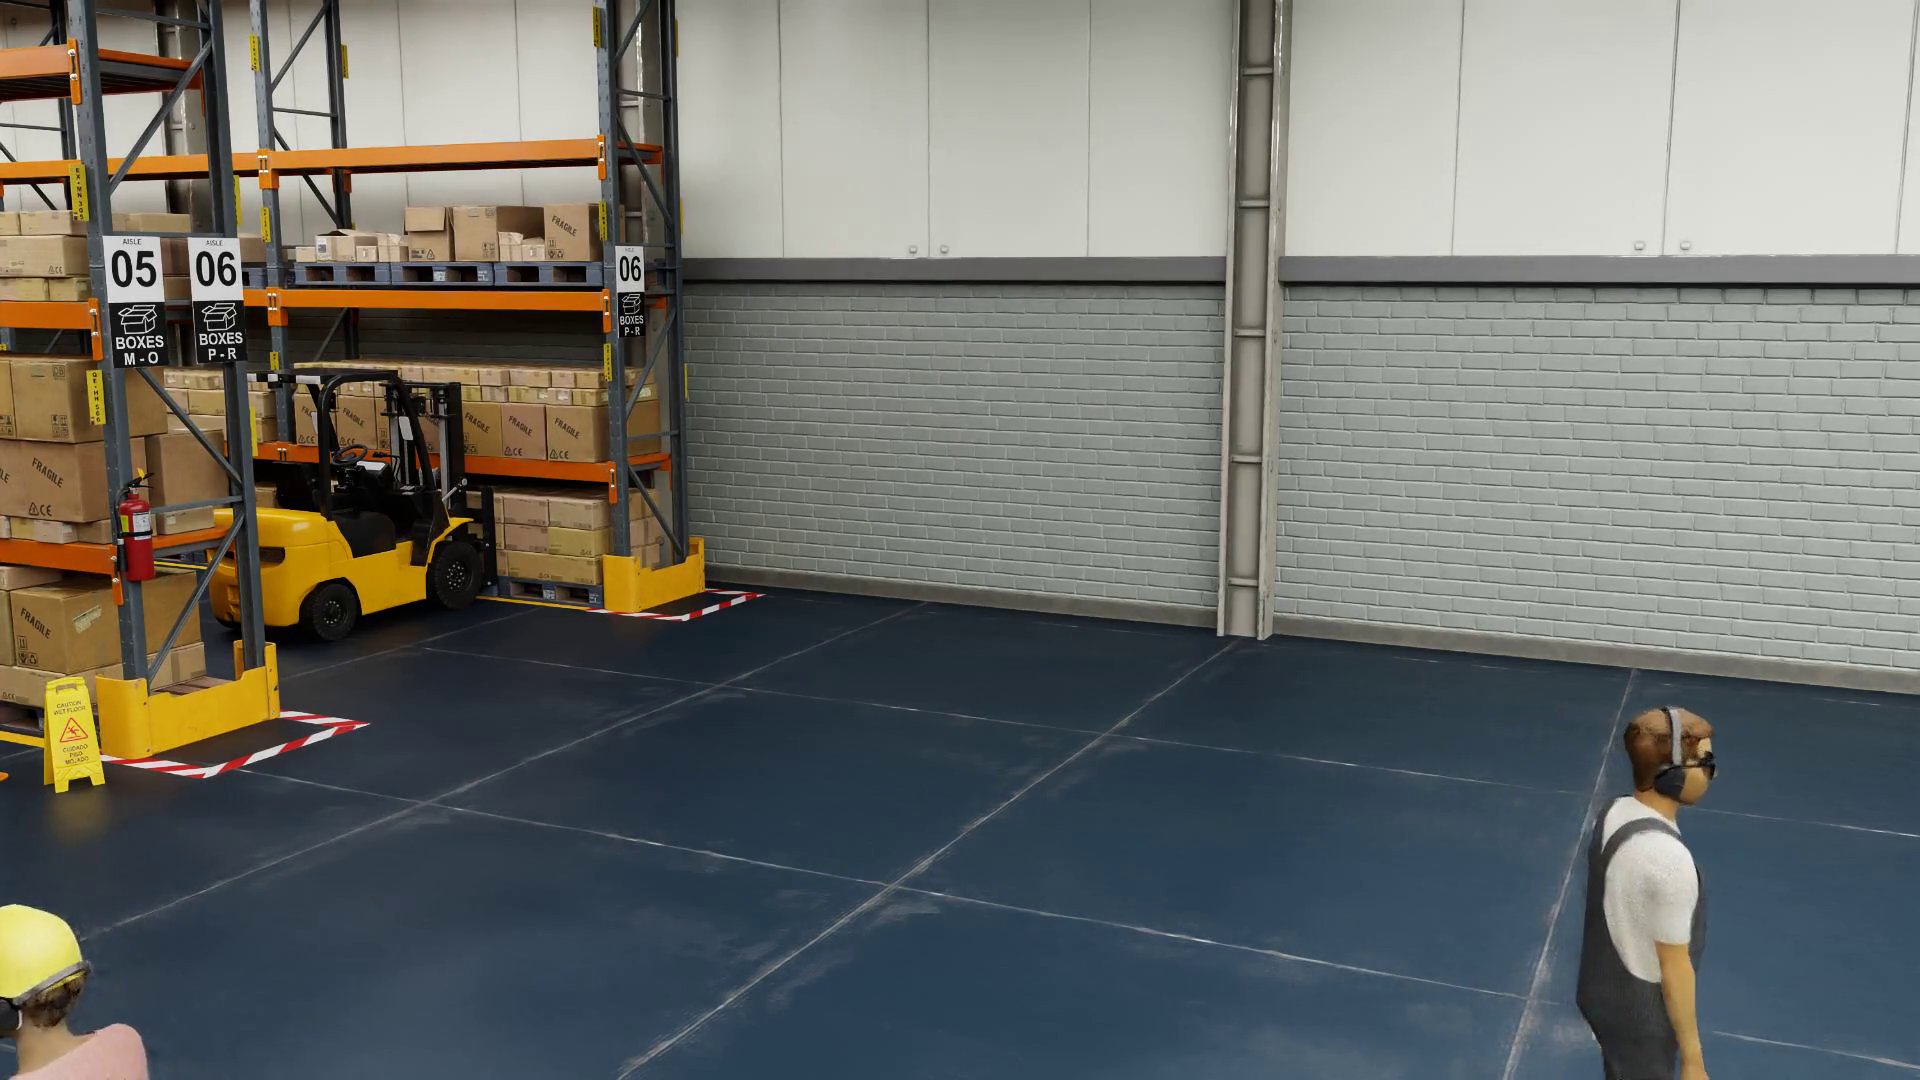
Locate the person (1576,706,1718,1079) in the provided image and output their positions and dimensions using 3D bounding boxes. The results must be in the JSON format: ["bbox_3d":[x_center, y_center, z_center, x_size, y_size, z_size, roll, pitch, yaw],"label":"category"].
[{"bbox_3d":[1.943,1.364,4.703,0.370,1.845,0.511,1,9,4],"label":"person"}]

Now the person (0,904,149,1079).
[{"bbox_3d":[-1.905,1.608,3.563,0.922,1.713,0.543,2,10,14],"label":"person"}]
